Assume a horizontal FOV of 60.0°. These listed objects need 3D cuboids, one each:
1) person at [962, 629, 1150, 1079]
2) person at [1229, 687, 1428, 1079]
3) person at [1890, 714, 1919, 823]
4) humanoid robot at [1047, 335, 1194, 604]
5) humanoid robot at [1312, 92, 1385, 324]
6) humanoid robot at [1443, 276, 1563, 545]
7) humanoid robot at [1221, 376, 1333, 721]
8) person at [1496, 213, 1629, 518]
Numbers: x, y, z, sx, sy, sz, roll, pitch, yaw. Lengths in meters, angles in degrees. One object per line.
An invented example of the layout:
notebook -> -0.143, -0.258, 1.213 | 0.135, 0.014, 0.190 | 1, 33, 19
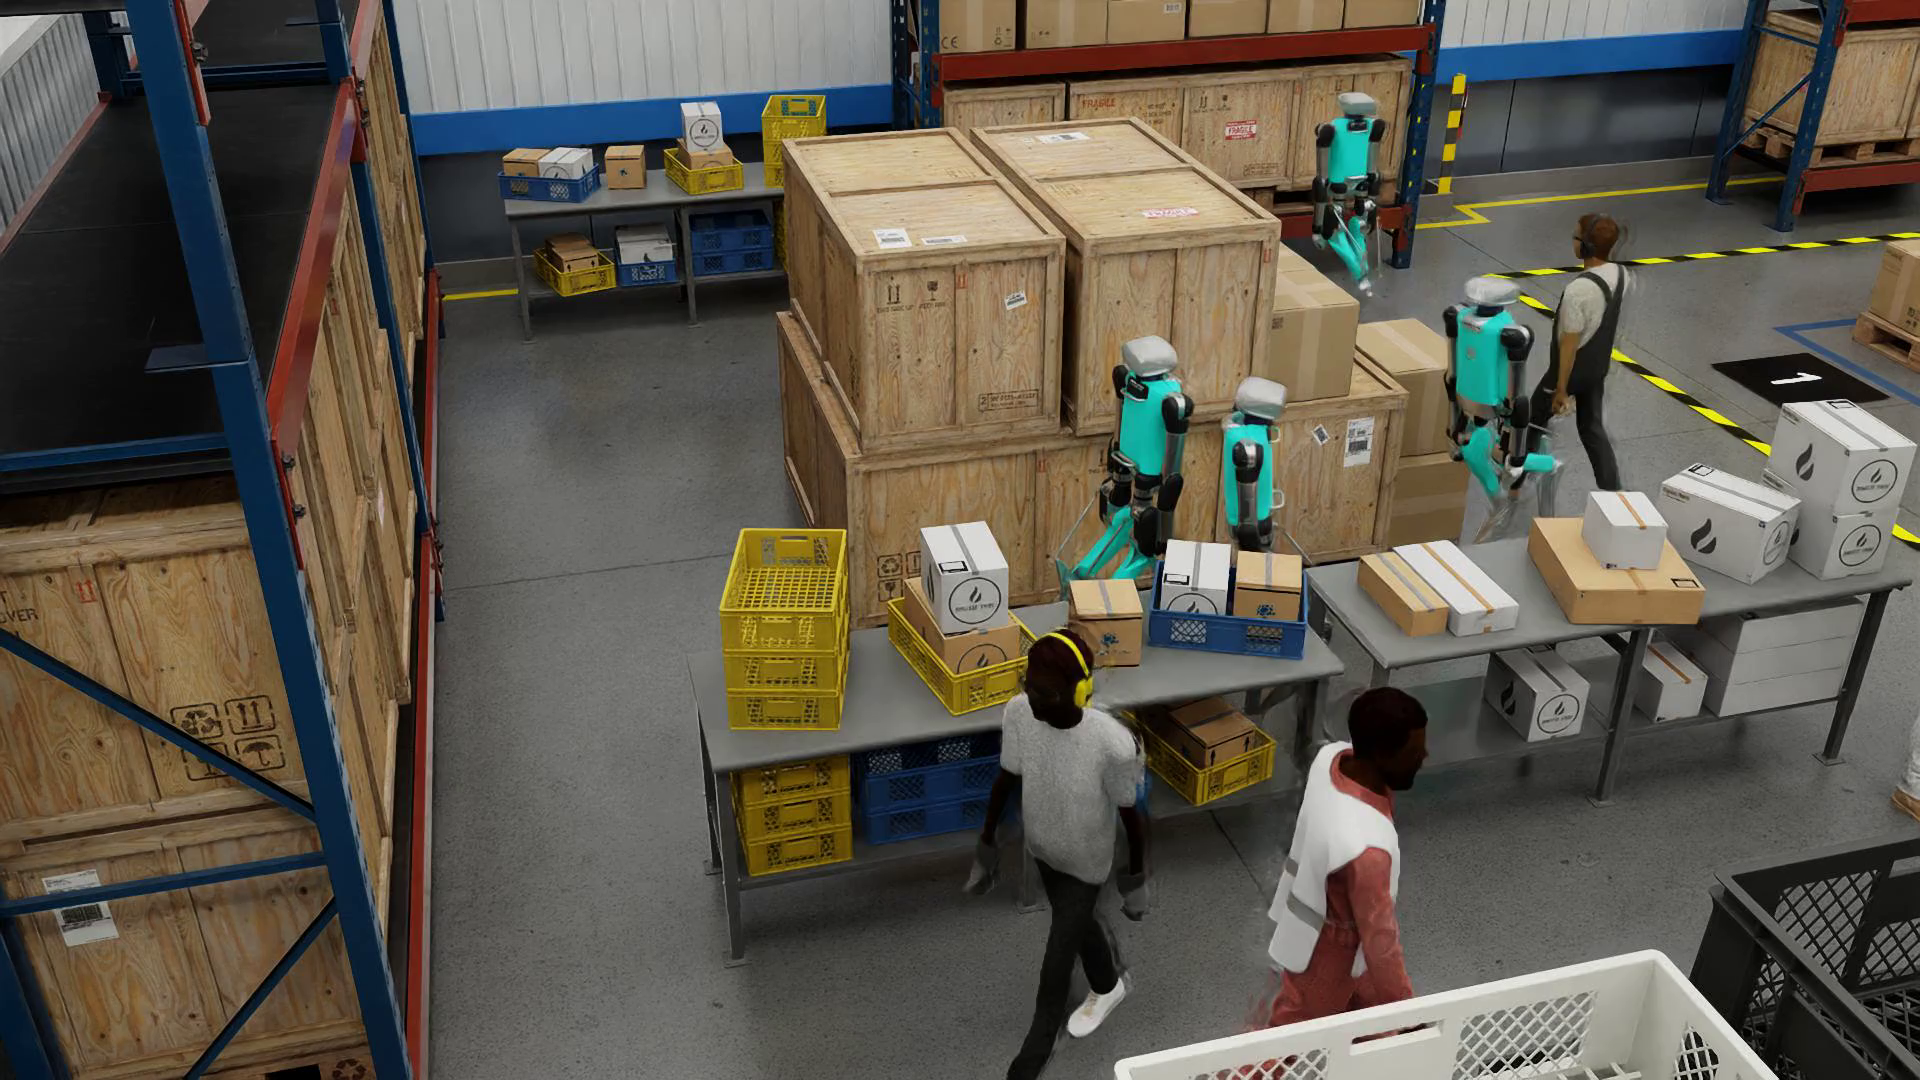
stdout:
person -> 0.321, 1.083, 5.528 | 0.550, 1.821, 0.956 | 23, 36, 36
person -> 1.249, 1.273, 5.146 | 1.004, 1.869, 0.608 | 4, 29, 8
person -> 4.294, 0.356, 6.855 | 0.628, 1.835, 0.429 | -16, 33, -27
humanoid robot -> 0.664, -0.022, 7.663 | 0.680, 1.834, 0.534 | -13, 32, -23
humanoid robot -> 2.747, -2.149, 11.503 | 0.530, 1.771, 0.903 | -12, 31, -21
humanoid robot -> 2.932, -0.568, 8.681 | 1.029, 1.770, 0.556 | -15, 32, -25
humanoid robot -> 1.502, 0.144, 7.377 | 0.794, 1.807, 0.530 | 4, 29, 7
person -> 3.451, -0.934, 9.227 | 0.524, 1.808, 0.944 | -18, 33, -29
